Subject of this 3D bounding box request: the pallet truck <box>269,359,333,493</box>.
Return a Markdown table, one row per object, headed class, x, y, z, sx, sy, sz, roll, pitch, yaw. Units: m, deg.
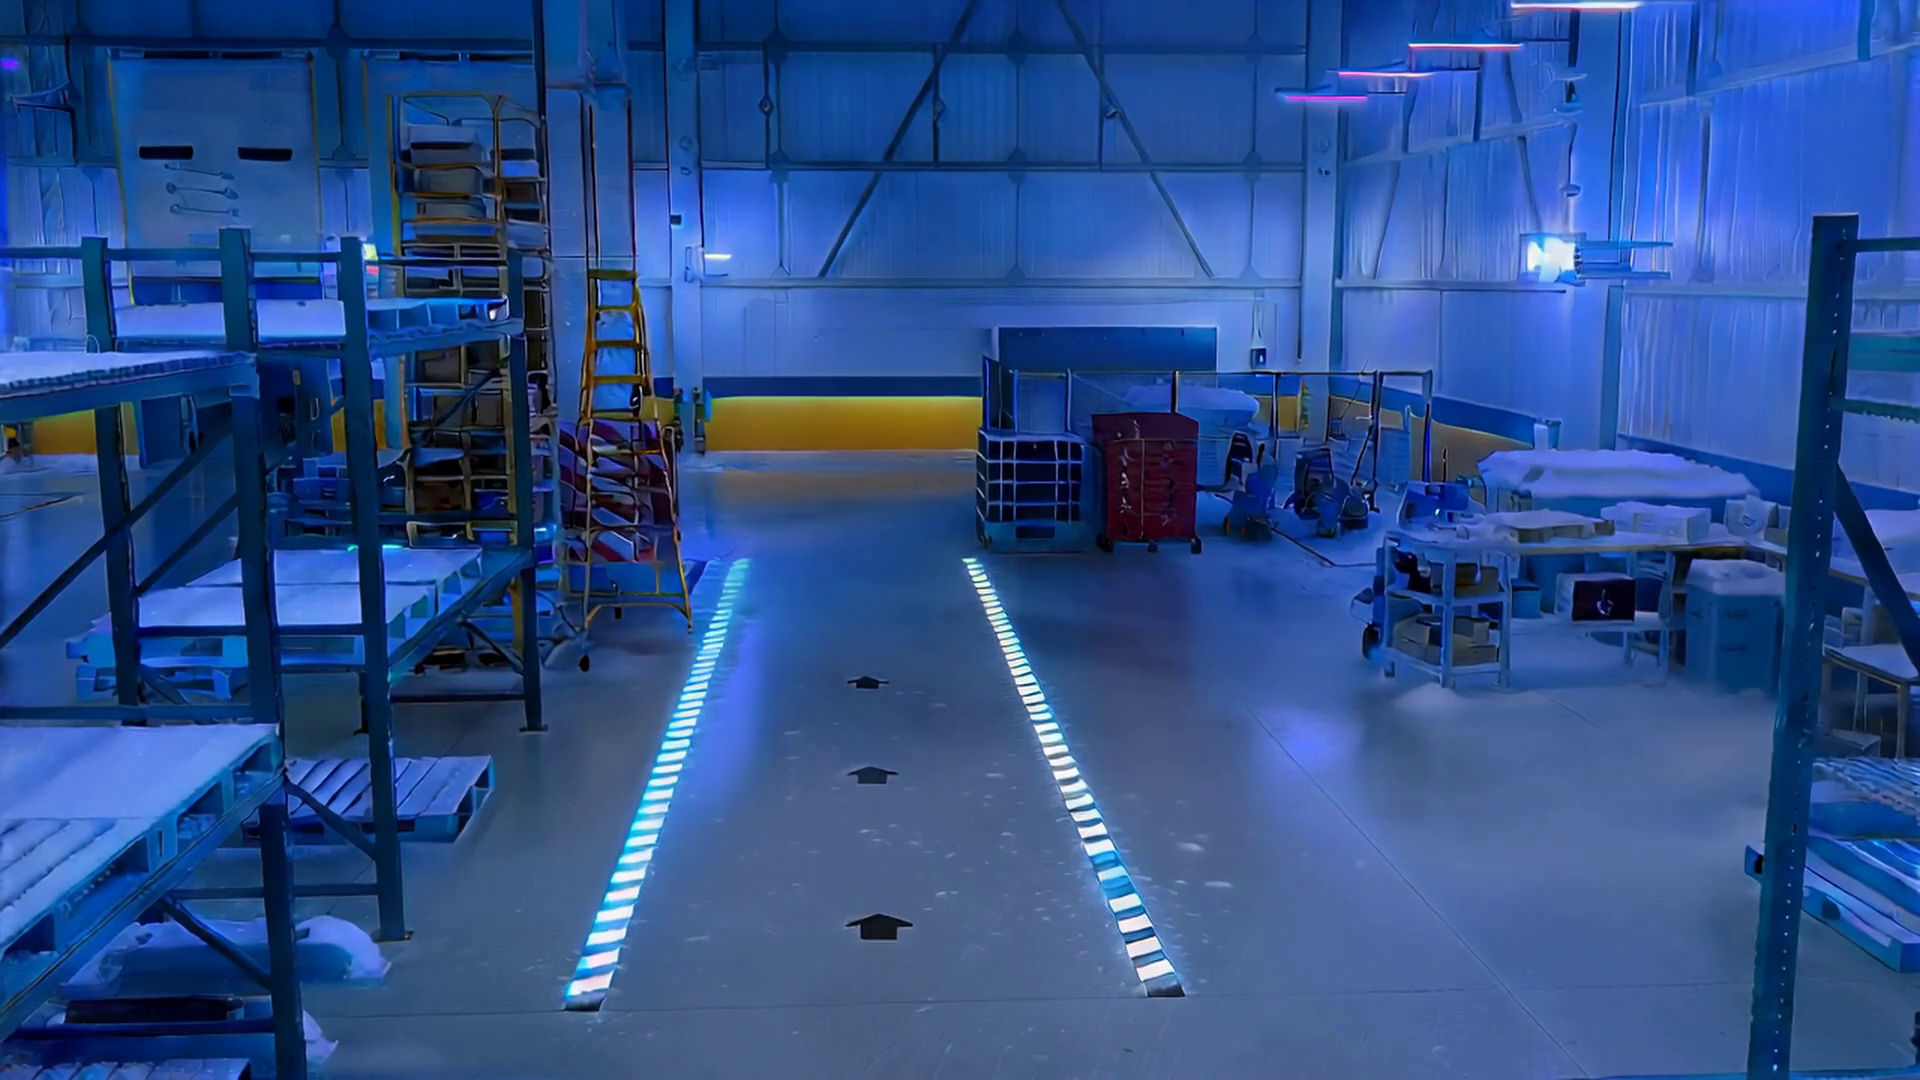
| class | x | y | z | sx | sy | sz | roll | pitch | yaw |
| --- | --- | --- | --- | --- | --- | --- | --- | --- | --- |
| pallet truck | -7.062 | -1.131 | 18.996 | 1.885 | 1.965 | 0.823 | 2 | 9 | 13 |
